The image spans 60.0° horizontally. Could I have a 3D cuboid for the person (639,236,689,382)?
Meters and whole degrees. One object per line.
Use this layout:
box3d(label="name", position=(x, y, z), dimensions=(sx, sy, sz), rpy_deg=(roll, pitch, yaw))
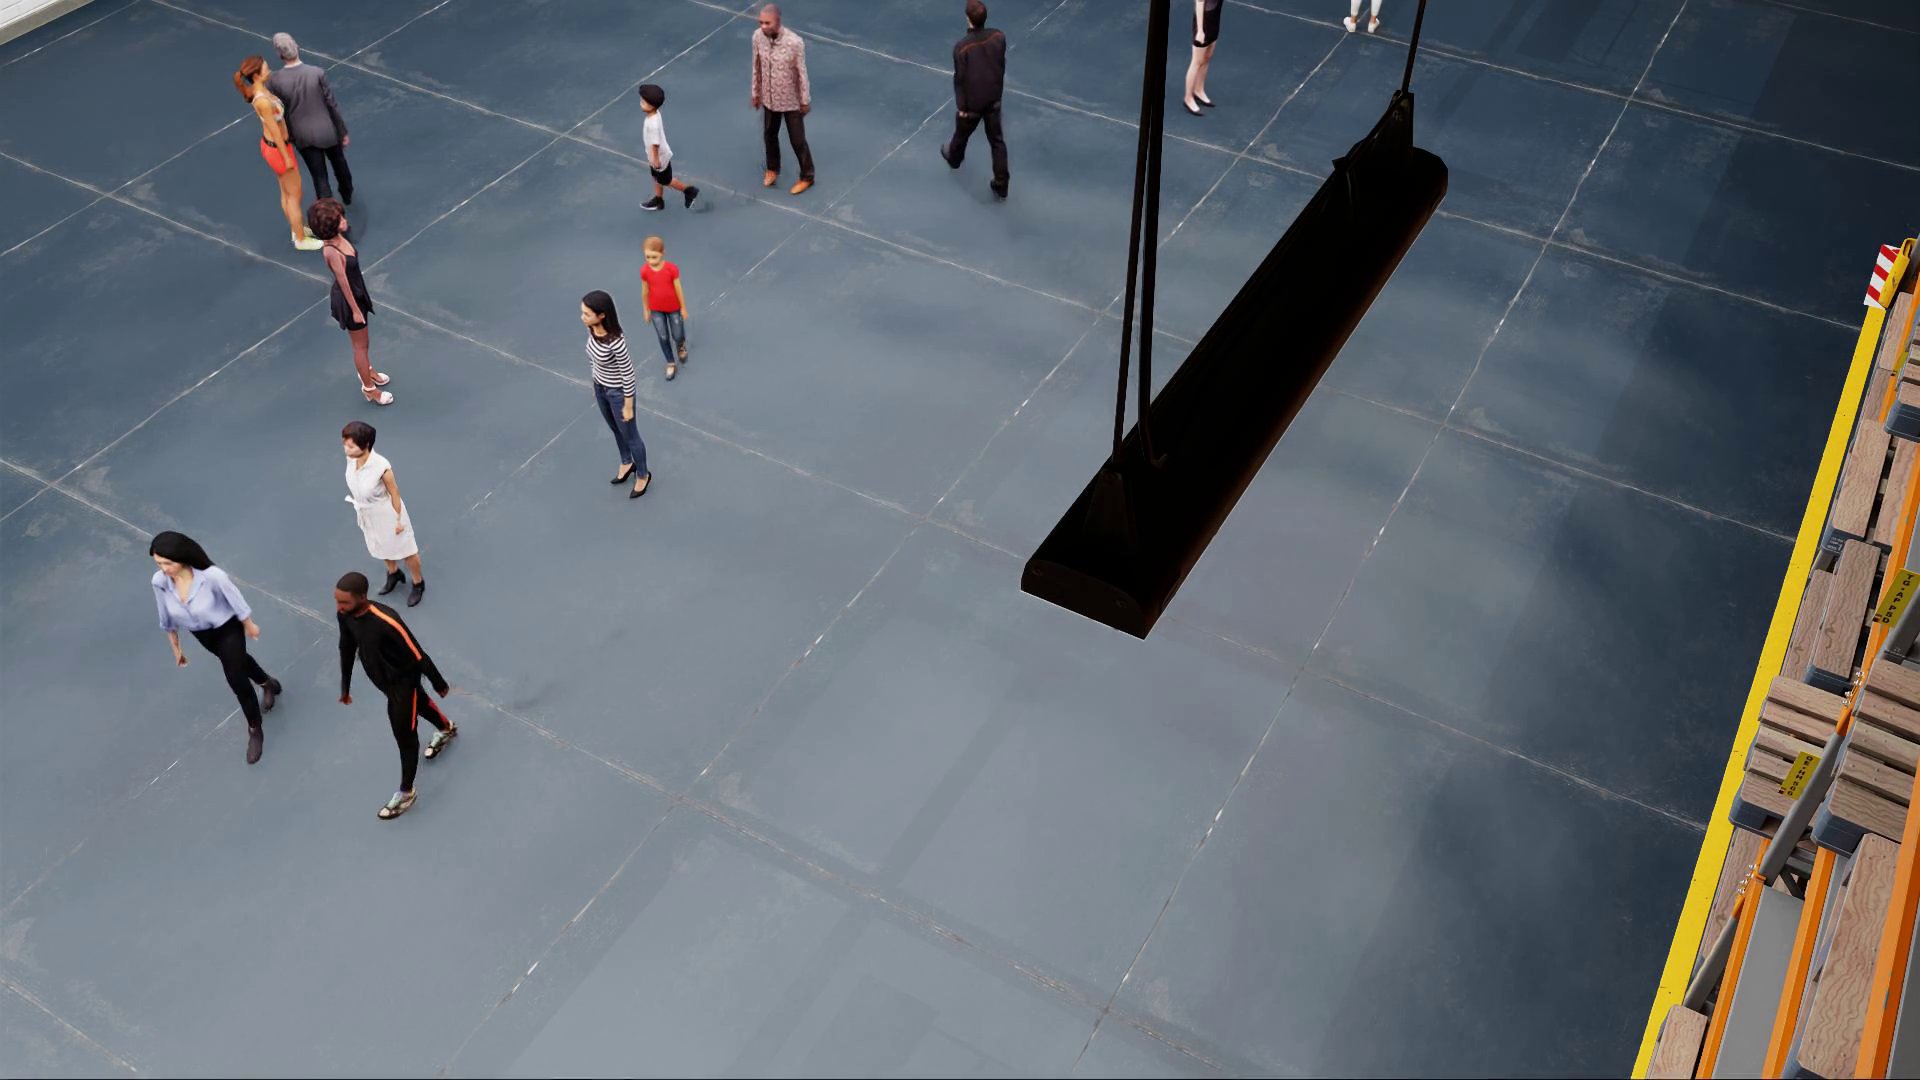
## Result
box3d(label="person", position=(-2.338, -1.891, 13.269), dimensions=(0.612, 1.298, 0.674), rpy_deg=(0, 44, 0))

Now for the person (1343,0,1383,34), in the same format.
box3d(label="person", position=(4.345, -6.162, 17.457), dimensions=(0.686, 1.703, 0.662), rpy_deg=(4, 44, 4))

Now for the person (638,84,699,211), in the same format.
box3d(label="person", position=(-2.667, -3.524, 15.016), dimensions=(0.801, 1.252, 0.774), rpy_deg=(-5, 44, -6))

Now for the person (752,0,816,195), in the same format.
box3d(label="person", position=(-1.633, -4.073, 15.196), dimensions=(0.747, 1.799, 0.648), rpy_deg=(12, 45, 12))

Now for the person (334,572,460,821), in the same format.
box3d(label="person", position=(-3.362, 0.777, 10.126), dimensions=(0.708, 1.770, 1.067), rpy_deg=(20, 47, 20))

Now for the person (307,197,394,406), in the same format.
box3d(label="person", position=(-4.712, -1.847, 12.867), dimensions=(0.712, 1.788, 0.660), rpy_deg=(-13, 45, -13))

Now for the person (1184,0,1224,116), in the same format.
box3d(label="person", position=(2.382, -5.029, 16.175), dimensions=(0.630, 1.832, 0.423), rpy_deg=(22, 48, 22))

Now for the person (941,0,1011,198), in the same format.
box3d(label="person", position=(0.239, -3.952, 15.078), dimensions=(1.231, 1.787, 1.197), rpy_deg=(-18, 47, -18))

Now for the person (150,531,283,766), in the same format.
box3d(label="person", position=(-4.621, 0.513, 10.443), dimensions=(0.879, 1.715, 1.035), rpy_deg=(2, 44, 3))

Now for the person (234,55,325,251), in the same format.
box3d(label="person", position=(-5.927, -3.368, 14.455), dimensions=(0.675, 1.799, 0.668), rpy_deg=(-24, 49, -23))

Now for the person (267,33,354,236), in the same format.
box3d(label="person", position=(-5.671, -3.518, 14.624), dimensions=(1.262, 1.783, 1.301), rpy_deg=(-11, 45, -11))

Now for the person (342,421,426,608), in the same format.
box3d(label="person", position=(-3.930, -0.194, 11.300), dimensions=(0.553, 1.556, 0.514), rpy_deg=(20, 47, 20))

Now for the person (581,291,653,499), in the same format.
box3d(label="person", position=(-2.489, -1.048, 12.023), dimensions=(0.607, 1.795, 0.656), rpy_deg=(-32, 52, -29))
